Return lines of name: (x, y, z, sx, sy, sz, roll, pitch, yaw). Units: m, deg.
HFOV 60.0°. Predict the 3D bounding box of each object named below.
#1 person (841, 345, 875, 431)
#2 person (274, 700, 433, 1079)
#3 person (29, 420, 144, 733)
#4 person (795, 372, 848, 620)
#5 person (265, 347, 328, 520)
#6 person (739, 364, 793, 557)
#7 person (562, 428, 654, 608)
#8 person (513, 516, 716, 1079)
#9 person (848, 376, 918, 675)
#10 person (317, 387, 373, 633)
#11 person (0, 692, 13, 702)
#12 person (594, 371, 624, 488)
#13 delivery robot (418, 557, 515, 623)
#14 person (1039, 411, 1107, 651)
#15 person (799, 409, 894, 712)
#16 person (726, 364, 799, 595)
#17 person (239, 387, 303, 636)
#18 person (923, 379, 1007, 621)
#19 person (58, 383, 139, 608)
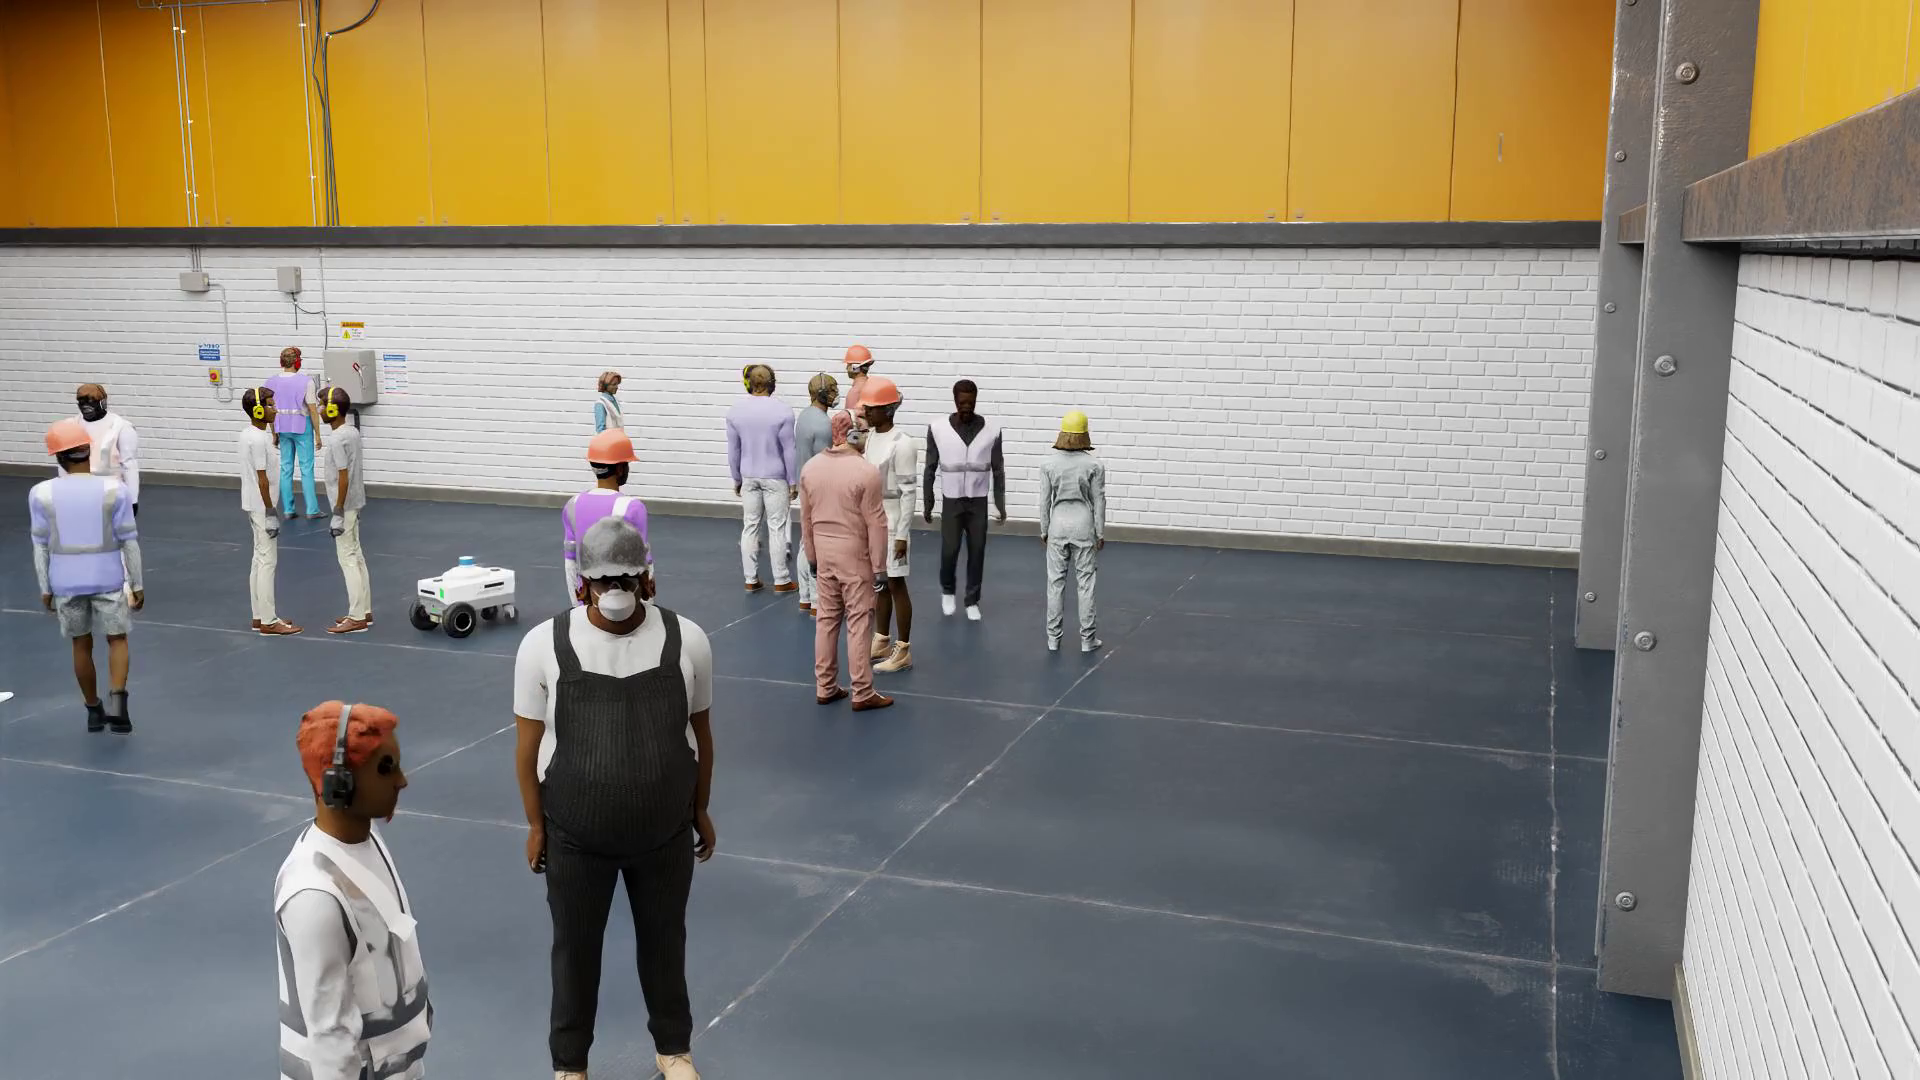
person: (-0.936, -0.839, 15.675, 0.382, 1.995, 0.612, 3, 10, 16)
person: (-1.407, 1.301, 3.937, 0.355, 1.885, 0.575, -2, 10, -13)
person: (-5.157, 0.238, 9.853, 0.569, 1.908, 0.637, -4, 11, -22)
person: (-1.103, -0.345, 13.049, 0.354, 1.937, 0.635, -4, 11, -22)
person: (-7.074, -1.122, 17.682, 0.563, 1.847, 0.390, 1, 10, 7)
person: (-1.840, -0.738, 15.702, 0.543, 1.807, 0.997, -7, 12, -36)
person: (-1.886, 0.359, 9.084, 0.544, 1.939, 0.372, 5, 11, 27)
person: (-1.137, 0.925, 5.613, 0.674, 2.000, 0.535, -3, 11, -19)
person: (-0.532, -0.101, 11.386, 0.388, 2.043, 0.605, -6, 12, -31)
person: (-4.672, -0.223, 12.588, 0.313, 1.859, 0.538, -1, 10, -7)
person: (-6.382, 0.105, 10.535, 0.594, 1.929, 0.361, 4, 11, 19)
person: (-3.603, -0.912, 17.094, 0.310, 1.636, 0.523, 1, 10, 7)
delivery robot: (-3.747, 0.369, 12.659, 0.477, 0.478, 0.707, 8, 13, 37)
person: (0.817, -0.063, 12.014, 0.490, 1.744, 0.295, 2, 10, 14)
person: (-0.695, 0.124, 10.508, 0.651, 1.904, 0.404, 8, 13, 36)
person: (-1.638, -0.500, 13.924, 0.627, 1.940, 0.370, 3, 11, 17)
person: (-5.224, -0.218, 12.525, 0.329, 1.873, 0.514, -7, 12, -33)
person: (0.034, -0.309, 12.962, 0.630, 1.899, 0.439, -2, 10, -10)
person: (-6.913, -0.346, 13.358, 0.630, 1.837, 0.428, 1, 10, 7)
